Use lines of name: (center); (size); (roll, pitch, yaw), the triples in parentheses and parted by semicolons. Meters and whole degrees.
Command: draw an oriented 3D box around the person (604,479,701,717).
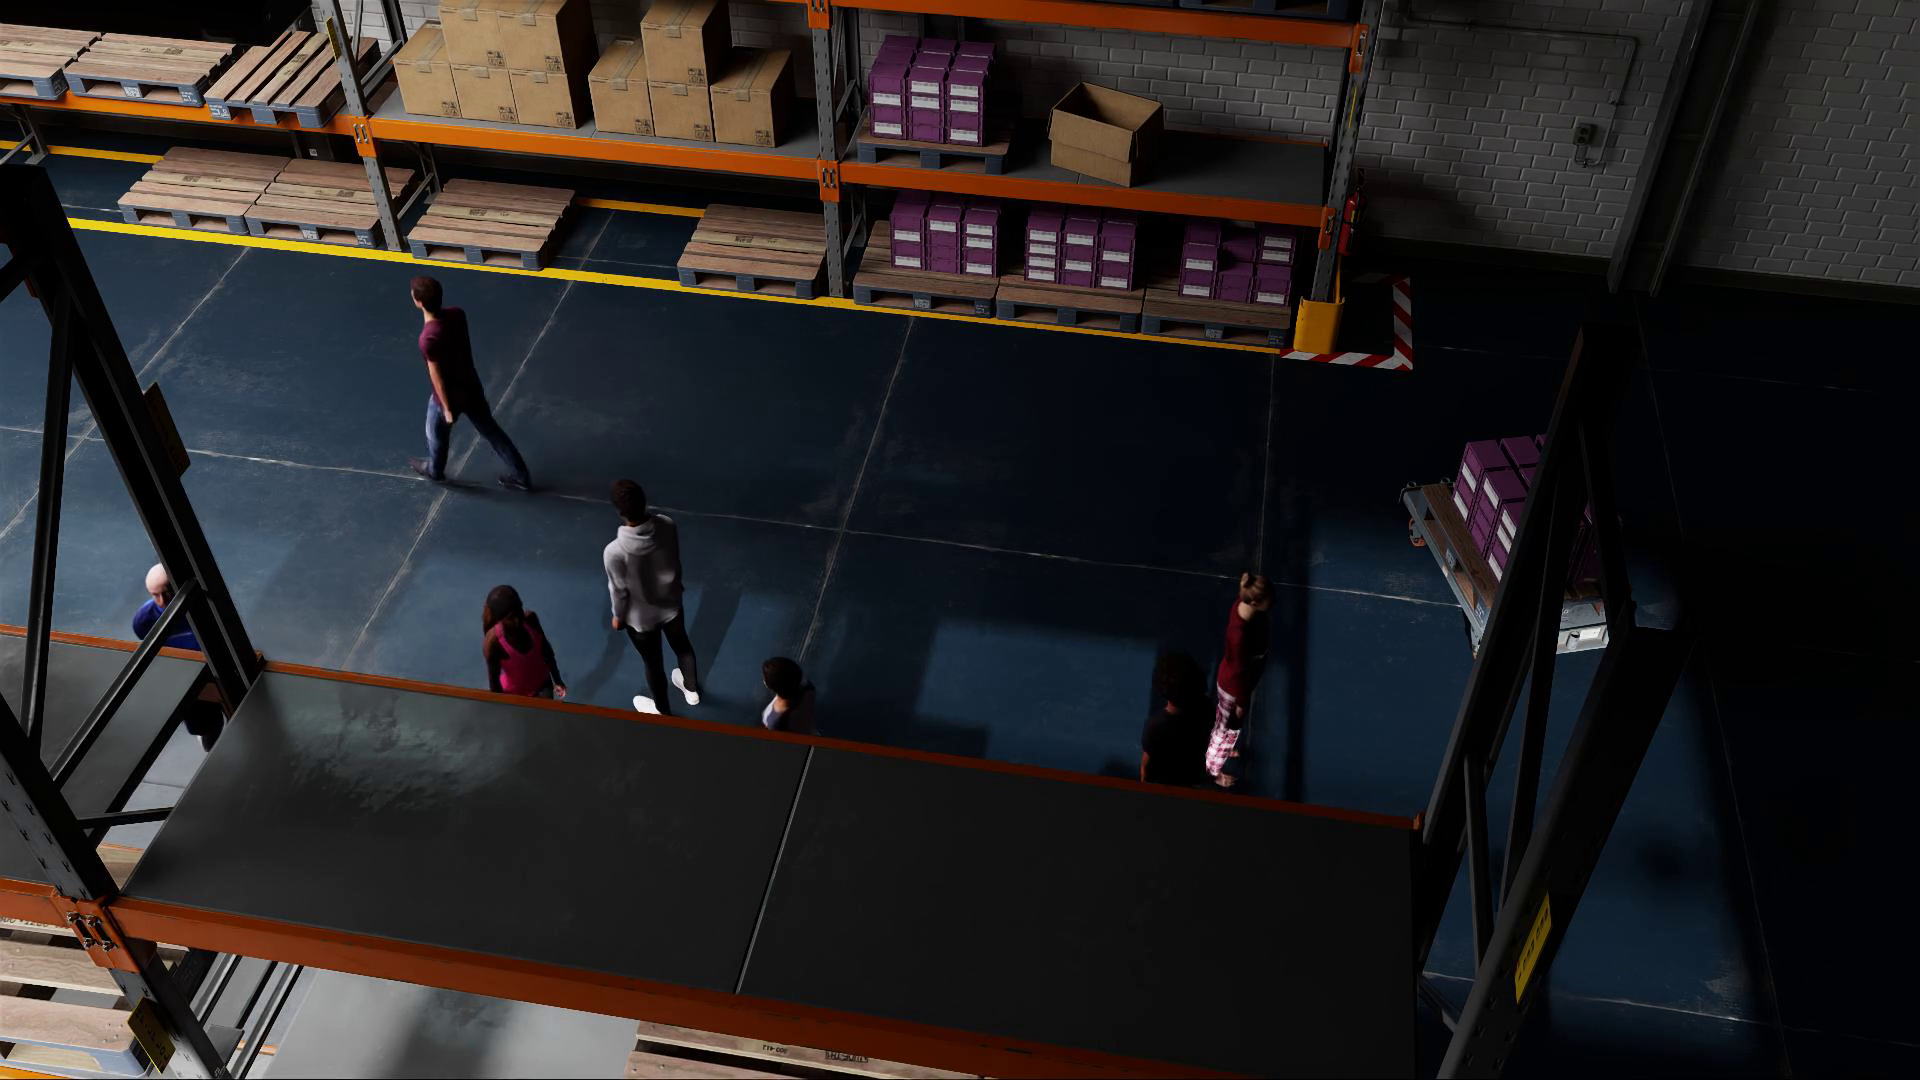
person: (-1.876, 0.386, 10.197); (0.797, 1.932, 0.778); (34, 53, 30)

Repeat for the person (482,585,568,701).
person: (-2.632, 0.846, 9.872); (0.762, 1.713, 0.696); (25, 49, 24)

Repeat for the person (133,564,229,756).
person: (-4.436, 0.804, 9.822); (0.695, 1.842, 0.816); (-15, 46, -15)

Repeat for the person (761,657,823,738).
person: (-0.883, 1.241, 9.577); (0.898, 1.549, 0.752); (27, 50, 25)

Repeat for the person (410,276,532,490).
person: (-3.486, -1.039, 11.786); (1.225, 1.802, 0.842); (15, 46, 15)

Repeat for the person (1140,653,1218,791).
person: (1.236, 1.352, 9.305); (1.005, 1.762, 1.017); (-20, 47, -19)

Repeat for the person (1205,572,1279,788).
person: (1.654, 0.816, 9.915); (0.512, 1.699, 0.610); (8, 44, 8)
